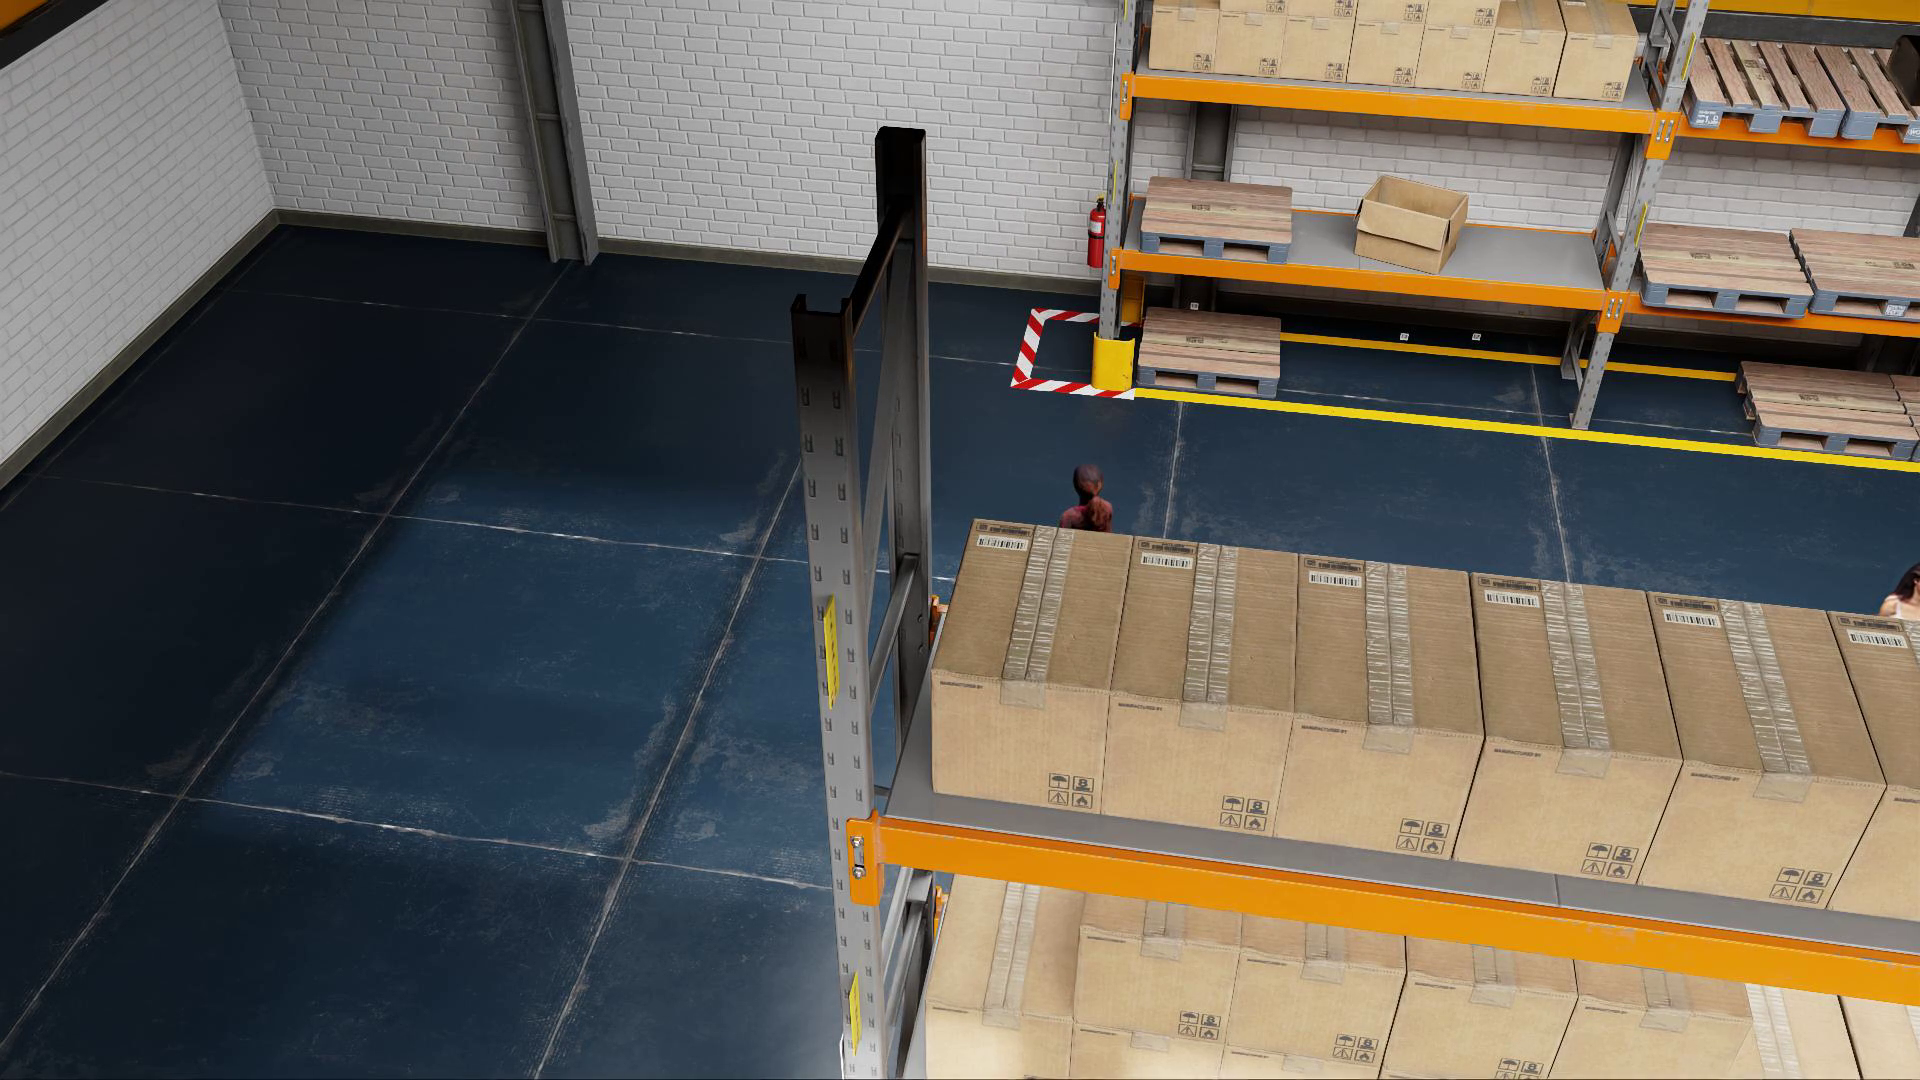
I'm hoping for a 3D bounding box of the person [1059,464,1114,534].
[{"bbox_3d":[0.808,0.264,11.047,0.925,1.684,0.953,-18,42,-21],"label":"person"}]
